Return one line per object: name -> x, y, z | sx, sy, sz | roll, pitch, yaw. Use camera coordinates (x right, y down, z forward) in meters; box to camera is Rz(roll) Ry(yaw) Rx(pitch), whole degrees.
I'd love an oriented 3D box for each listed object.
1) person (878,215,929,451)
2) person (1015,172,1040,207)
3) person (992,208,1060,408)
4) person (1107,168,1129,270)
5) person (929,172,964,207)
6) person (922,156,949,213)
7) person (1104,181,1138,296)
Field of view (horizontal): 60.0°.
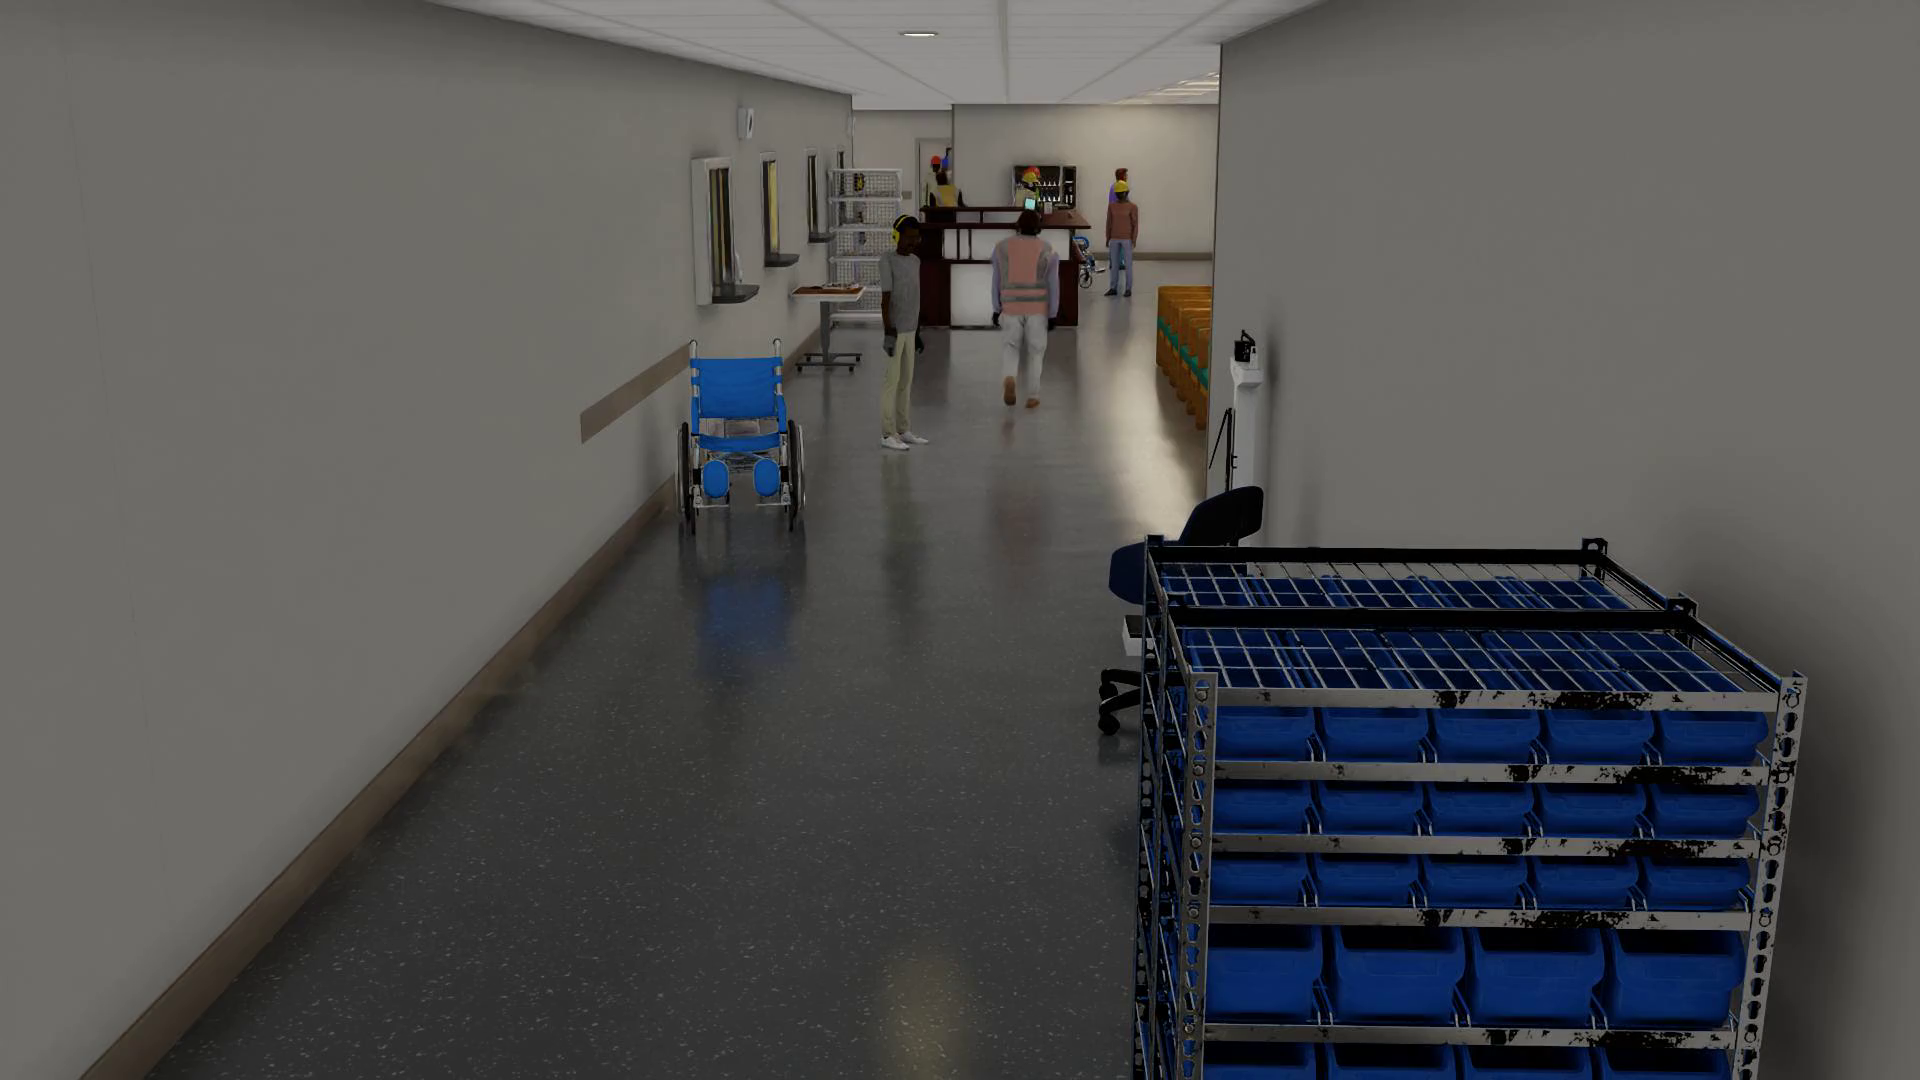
person -> -0.450, -1.663, 13.348 | 0.332, 1.865, 0.520 | 9, 16, 32
person -> 1.163, -5.405, 28.621 | 0.403, 1.824, 0.596 | -7, 15, -26
person -> 0.595, -2.092, 15.158 | 0.642, 1.829, 0.580 | 3, 14, 11
person -> 2.913, -5.899, 30.575 | 0.390, 1.846, 0.564 | -5, 15, -18
person -> -0.220, -5.821, 30.414 | 0.663, 1.783, 0.923 | -6, 15, -23
person -> -0.509, -7.097, 35.121 | 0.612, 1.995, 0.392 | -5, 15, -18
person -> 2.479, -4.636, 25.618 | 0.533, 1.765, 0.329 | 8, 16, 31
